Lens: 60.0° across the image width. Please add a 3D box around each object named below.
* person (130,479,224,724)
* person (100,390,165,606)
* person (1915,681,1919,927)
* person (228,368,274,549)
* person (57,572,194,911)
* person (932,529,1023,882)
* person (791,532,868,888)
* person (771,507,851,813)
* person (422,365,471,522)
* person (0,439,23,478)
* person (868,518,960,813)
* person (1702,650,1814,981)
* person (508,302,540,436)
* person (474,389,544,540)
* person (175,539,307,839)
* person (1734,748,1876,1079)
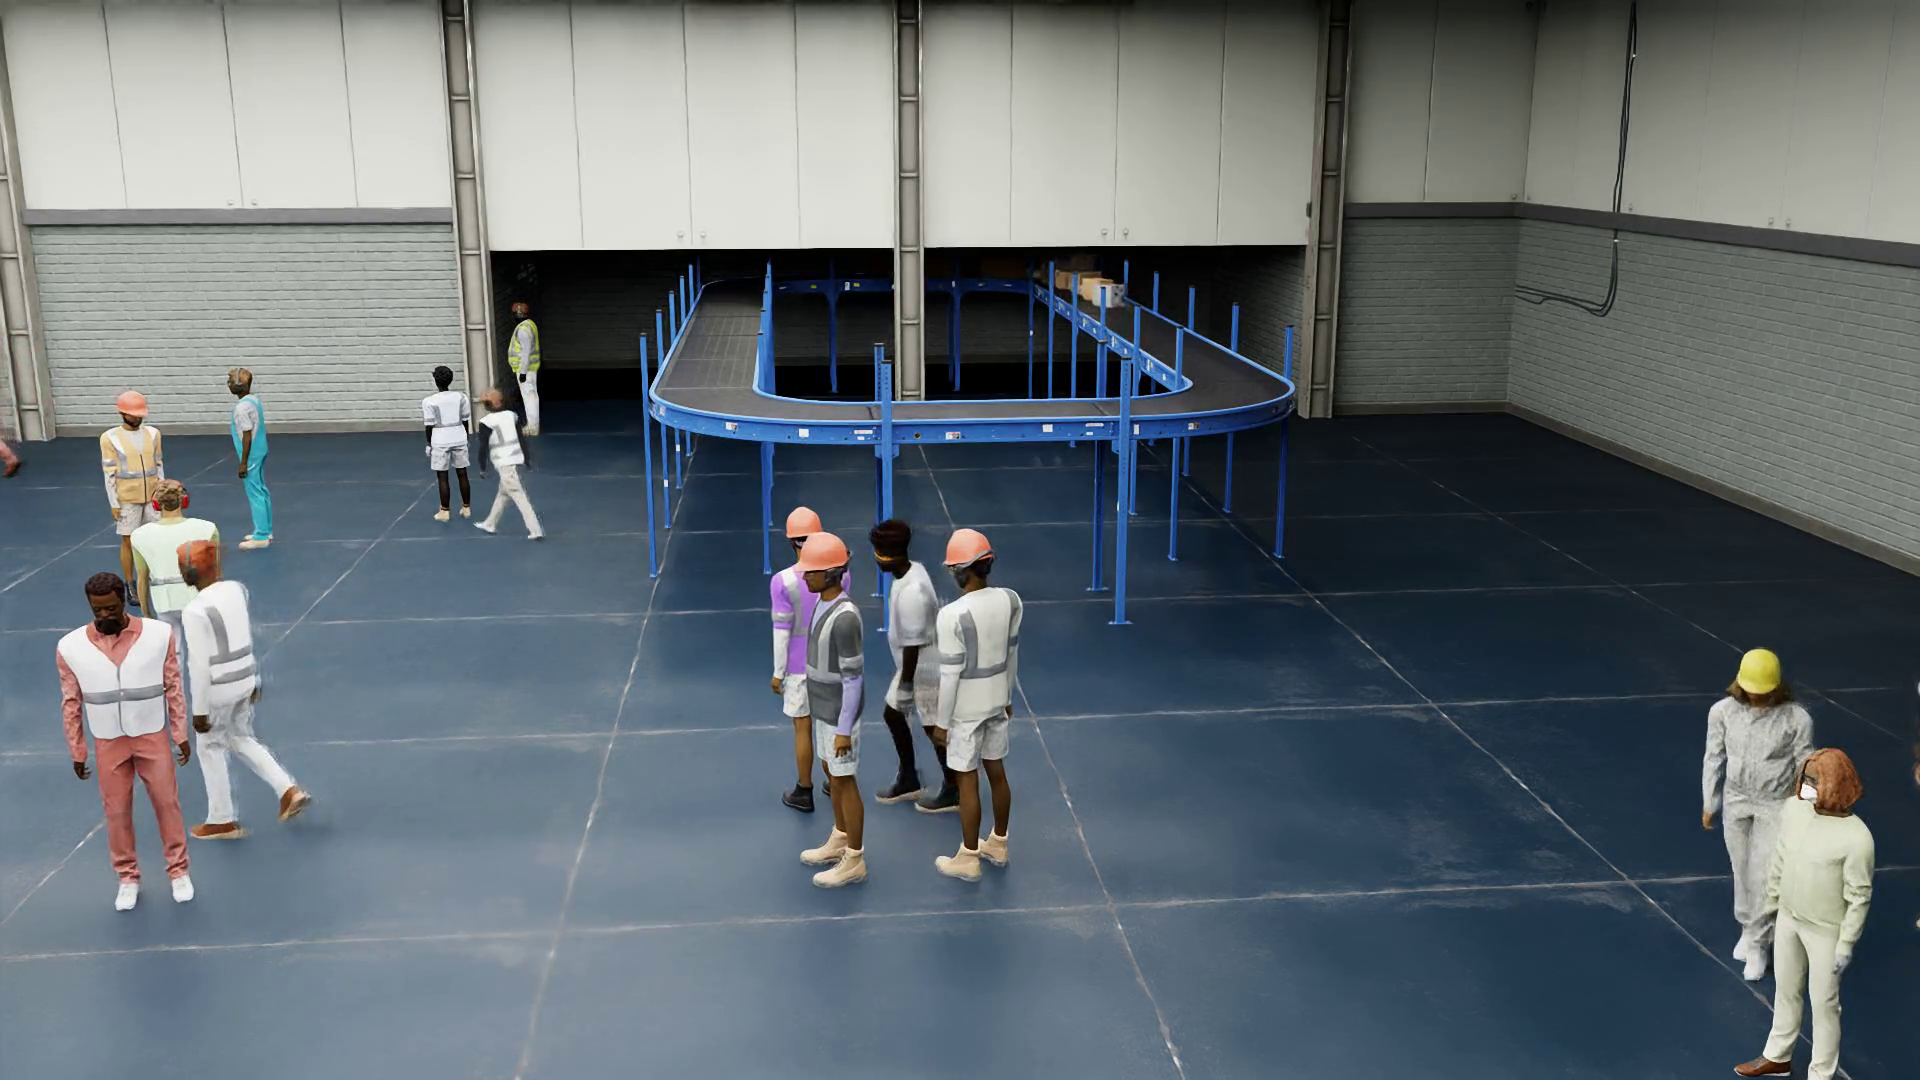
[{"bbox_3d":[-5.429,0.487,11.626,0.560,1.836,0.395,-5,15,-18],"label":"person"},{"bbox_3d":[-7.356,-0.386,14.916,0.371,1.934,0.543,10,17,35],"label":"person"},{"bbox_3d":[5.269,1.171,8.470,0.567,2.000,0.720,-6,15,-23],"label":"person"},{"bbox_3d":[-7.209,-0.830,16.873,0.345,1.846,0.507,-2,14,-9],"label":"person"},{"bbox_3d":[-4.551,1.083,9.102,0.597,1.907,0.408,-7,15,-24],"label":"person"},{"bbox_3d":[0.071,0.932,9.439,0.383,2.036,0.605,13,19,42],"label":"person"},{"bbox_3d":[-0.736,0.949,9.356,0.389,2.039,0.616,-4,15,-16],"label":"person"},{"bbox_3d":[-0.939,0.747,10.389,0.542,1.931,0.375,-9,16,-31],"label":"person"},{"bbox_3d":[-5.551,-1.044,18.033,0.535,1.697,0.318,-13,19,-41],"label":"person"},{"bbox_3d":[-11.932,-1.643,20.078,0.899,1.873,0.643,0,14,2],"label":"person"},{"bbox_3d":[-0.285,0.789,10.239,0.666,1.918,0.618,-2,14,-9],"label":"person"},{"bbox_3d":[3.995,1.359,8.389,0.508,1.697,0.612,12,19,40],"label":"person"},{"bbox_3d":[-6.030,-2.369,23.039,0.429,1.841,0.633,-1,14,-6],"label":"person"},{"bbox_3d":[-4.700,-0.775,17.213,0.934,1.566,0.520,6,15,24],"label":"person"},{"bbox_3d":[-4.347,0.896,9.919,0.632,1.867,0.597,2,14,7],"label":"person"},{"bbox_3d":[3.706,1.681,7.254,0.279,1.633,0.506,-4,15,-15],"label":"person"}]
